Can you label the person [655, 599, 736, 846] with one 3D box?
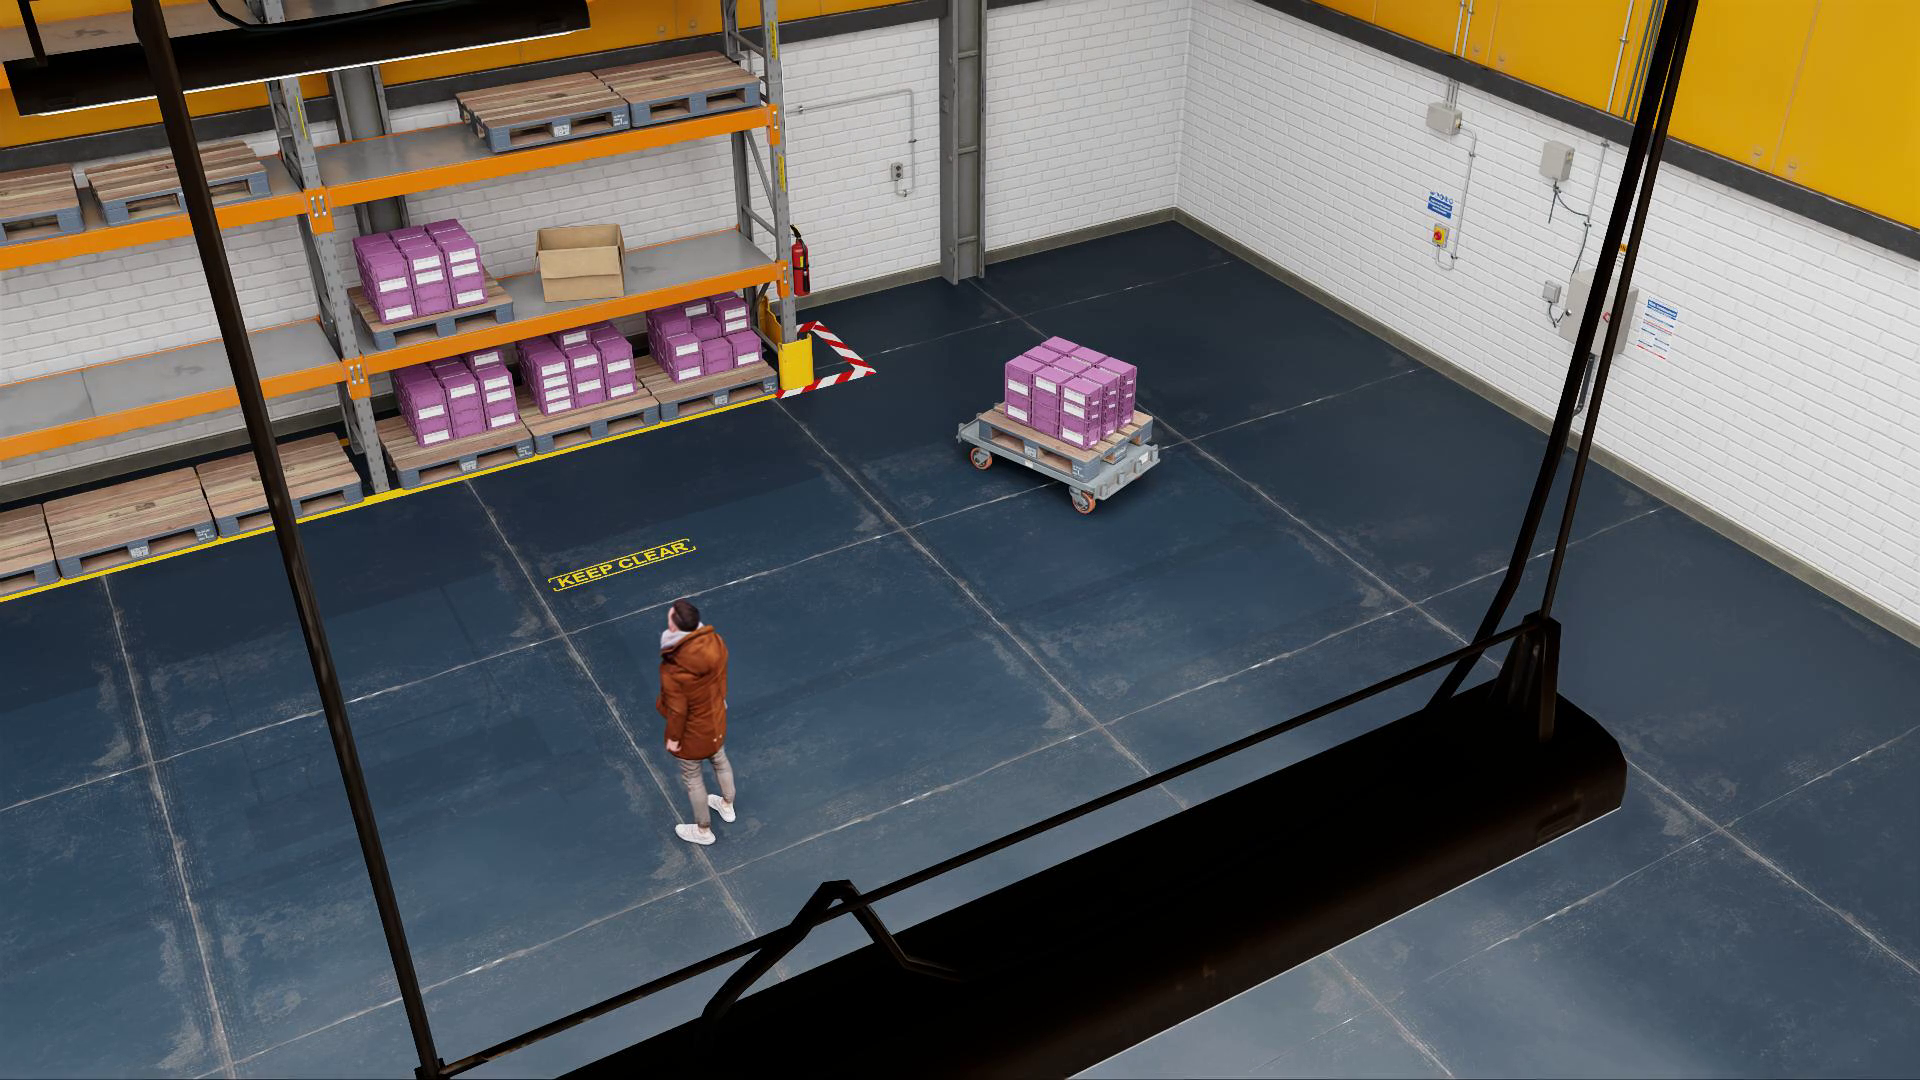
[{"bbox_3d":[-1.677,1.159,10.634,0.894,1.837,0.798,19,38,27],"label":"person"}]
